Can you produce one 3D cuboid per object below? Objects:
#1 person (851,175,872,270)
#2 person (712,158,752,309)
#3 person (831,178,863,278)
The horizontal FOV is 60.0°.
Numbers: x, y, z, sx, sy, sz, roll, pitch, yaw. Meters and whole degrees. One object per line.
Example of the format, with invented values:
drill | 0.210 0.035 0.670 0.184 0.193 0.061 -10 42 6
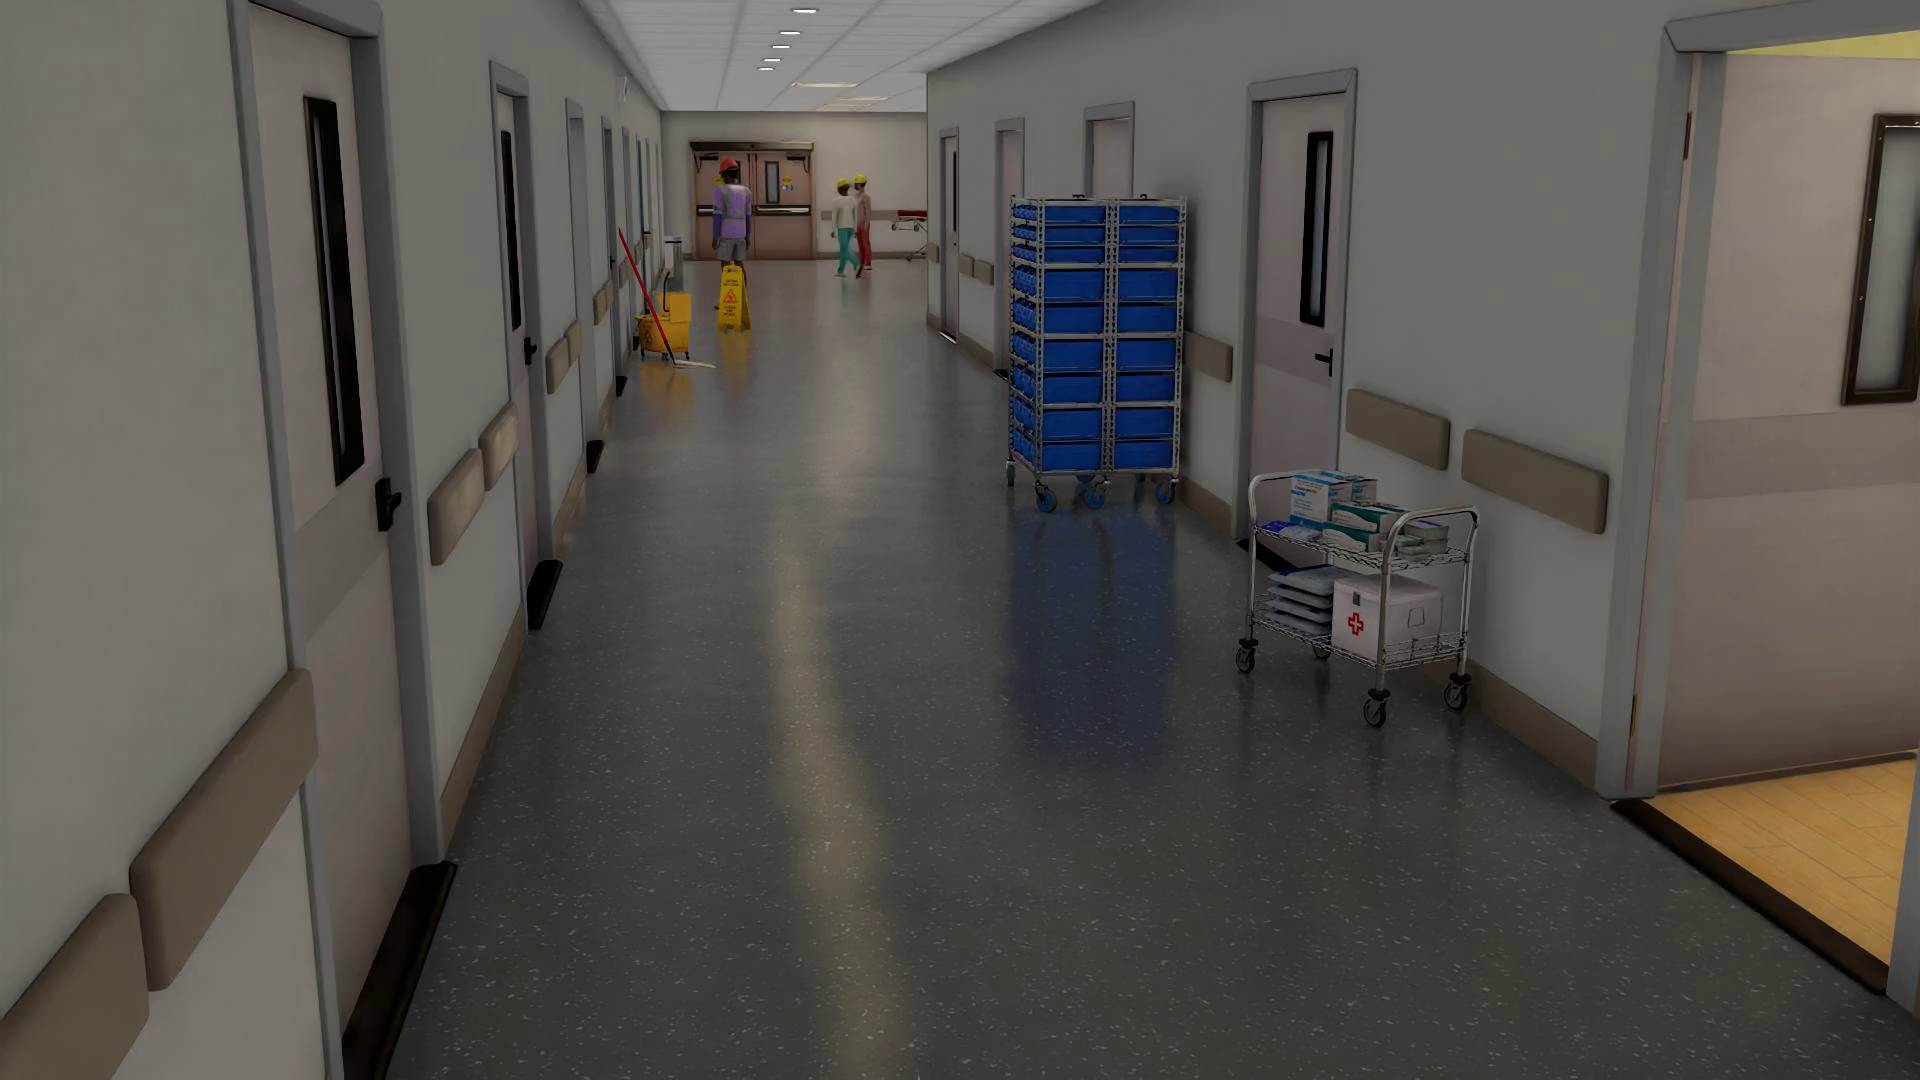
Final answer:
person | -1.856 -5.942 31.153 0.321 1.767 0.533 -7 14 -28
person | -3.113 -4.147 22.610 0.409 2.029 0.611 12 18 43
person | -1.964 -5.433 28.970 0.814 1.734 0.533 12 17 42
